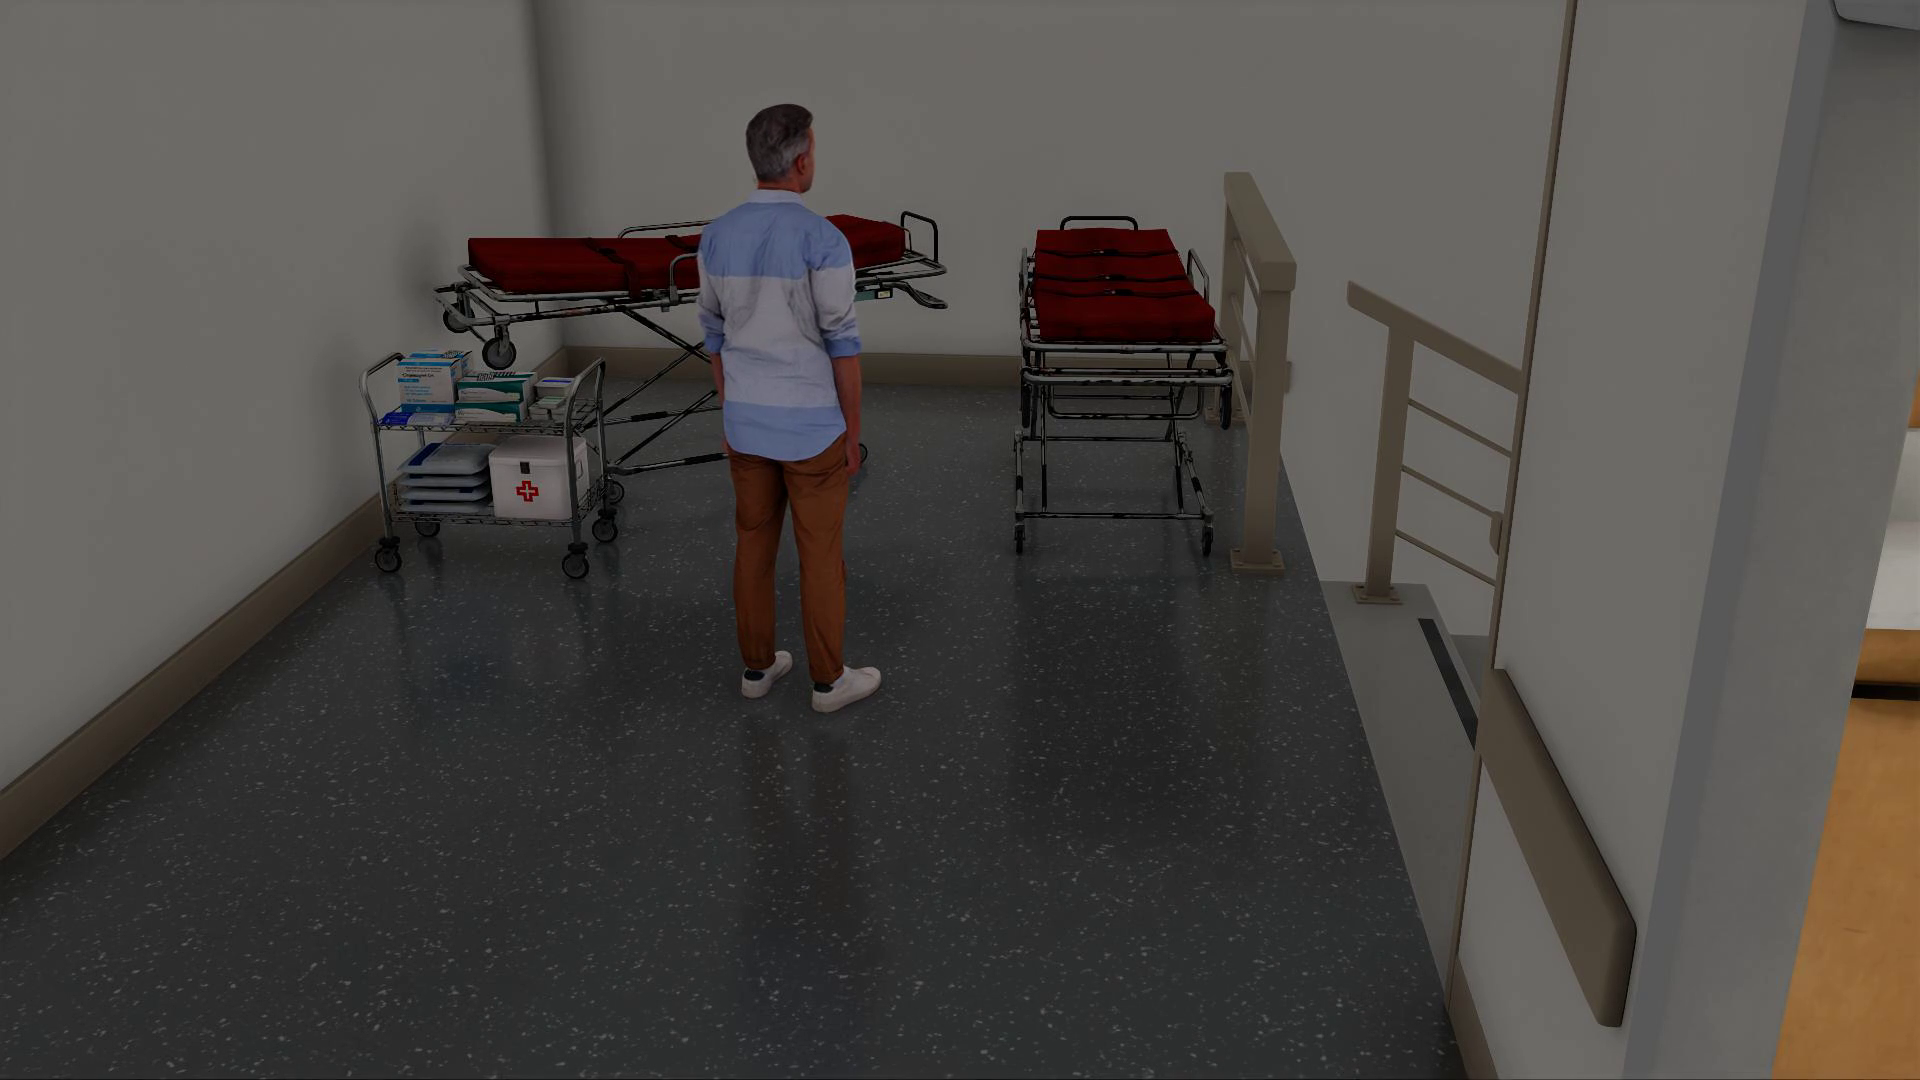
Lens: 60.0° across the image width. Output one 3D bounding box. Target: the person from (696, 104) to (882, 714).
[{"bbox_3d":[-0.519,-0.369,4.983,0.757,1.827,0.712,10,23,24],"label":"person"}]
